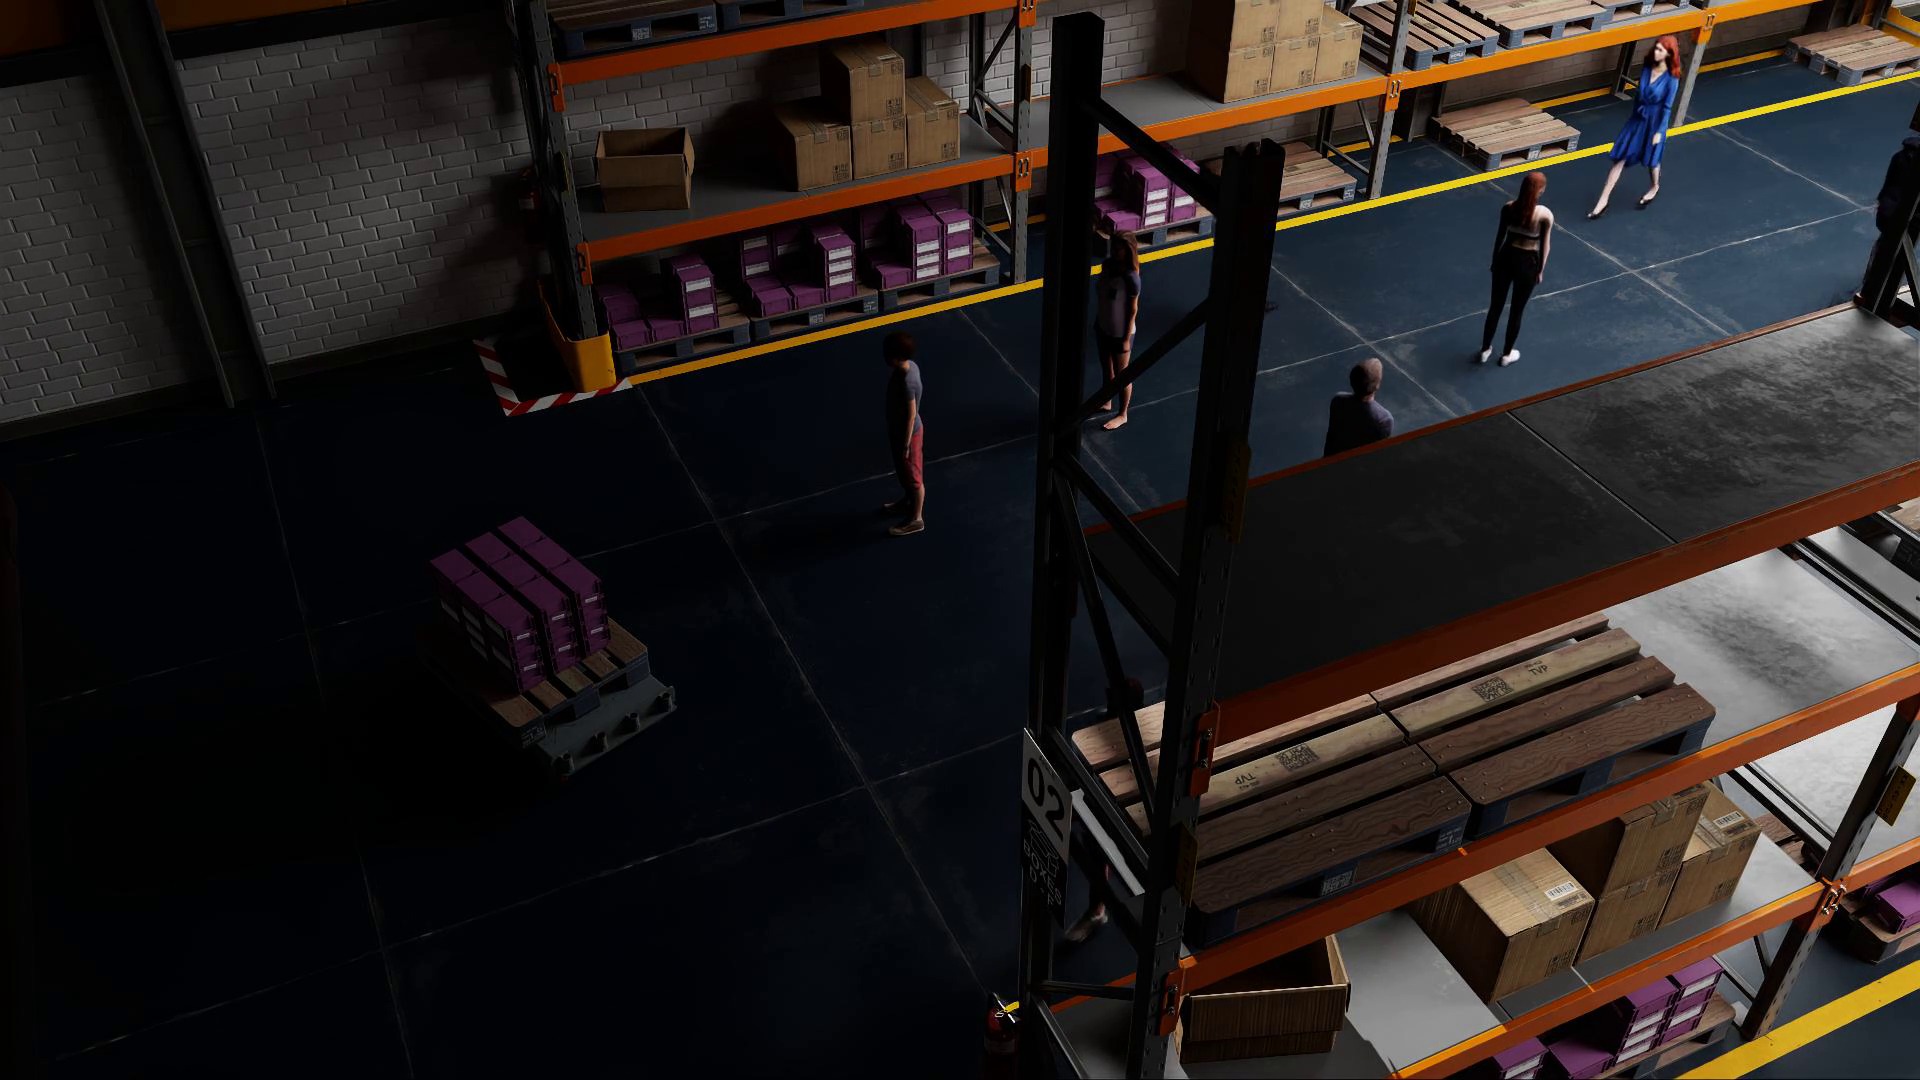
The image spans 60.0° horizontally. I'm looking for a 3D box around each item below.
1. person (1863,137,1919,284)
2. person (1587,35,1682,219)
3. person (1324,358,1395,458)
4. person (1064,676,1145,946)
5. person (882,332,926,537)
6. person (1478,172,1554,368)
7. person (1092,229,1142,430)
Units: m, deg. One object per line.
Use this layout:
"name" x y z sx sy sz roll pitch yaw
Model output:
"person" 8.339 -2.906 14.751 0.735 1.667 0.733 -27 46 -29
"person" 6.652 -3.933 15.956 1.123 1.767 0.669 -18 42 -21
"person" 2.657 -0.379 11.429 1.200 1.863 0.839 -28 46 -30
"person" 0.964 1.443 9.160 1.204 1.847 0.892 -29 47 -31
"person" -0.392 -0.791 12.115 0.620 1.650 0.652 -5 39 -6
"person" 4.634 -2.264 13.887 0.661 1.742 0.671 22 44 25
"person" 1.241 -1.683 13.164 0.559 1.735 0.609 -20 43 -23
